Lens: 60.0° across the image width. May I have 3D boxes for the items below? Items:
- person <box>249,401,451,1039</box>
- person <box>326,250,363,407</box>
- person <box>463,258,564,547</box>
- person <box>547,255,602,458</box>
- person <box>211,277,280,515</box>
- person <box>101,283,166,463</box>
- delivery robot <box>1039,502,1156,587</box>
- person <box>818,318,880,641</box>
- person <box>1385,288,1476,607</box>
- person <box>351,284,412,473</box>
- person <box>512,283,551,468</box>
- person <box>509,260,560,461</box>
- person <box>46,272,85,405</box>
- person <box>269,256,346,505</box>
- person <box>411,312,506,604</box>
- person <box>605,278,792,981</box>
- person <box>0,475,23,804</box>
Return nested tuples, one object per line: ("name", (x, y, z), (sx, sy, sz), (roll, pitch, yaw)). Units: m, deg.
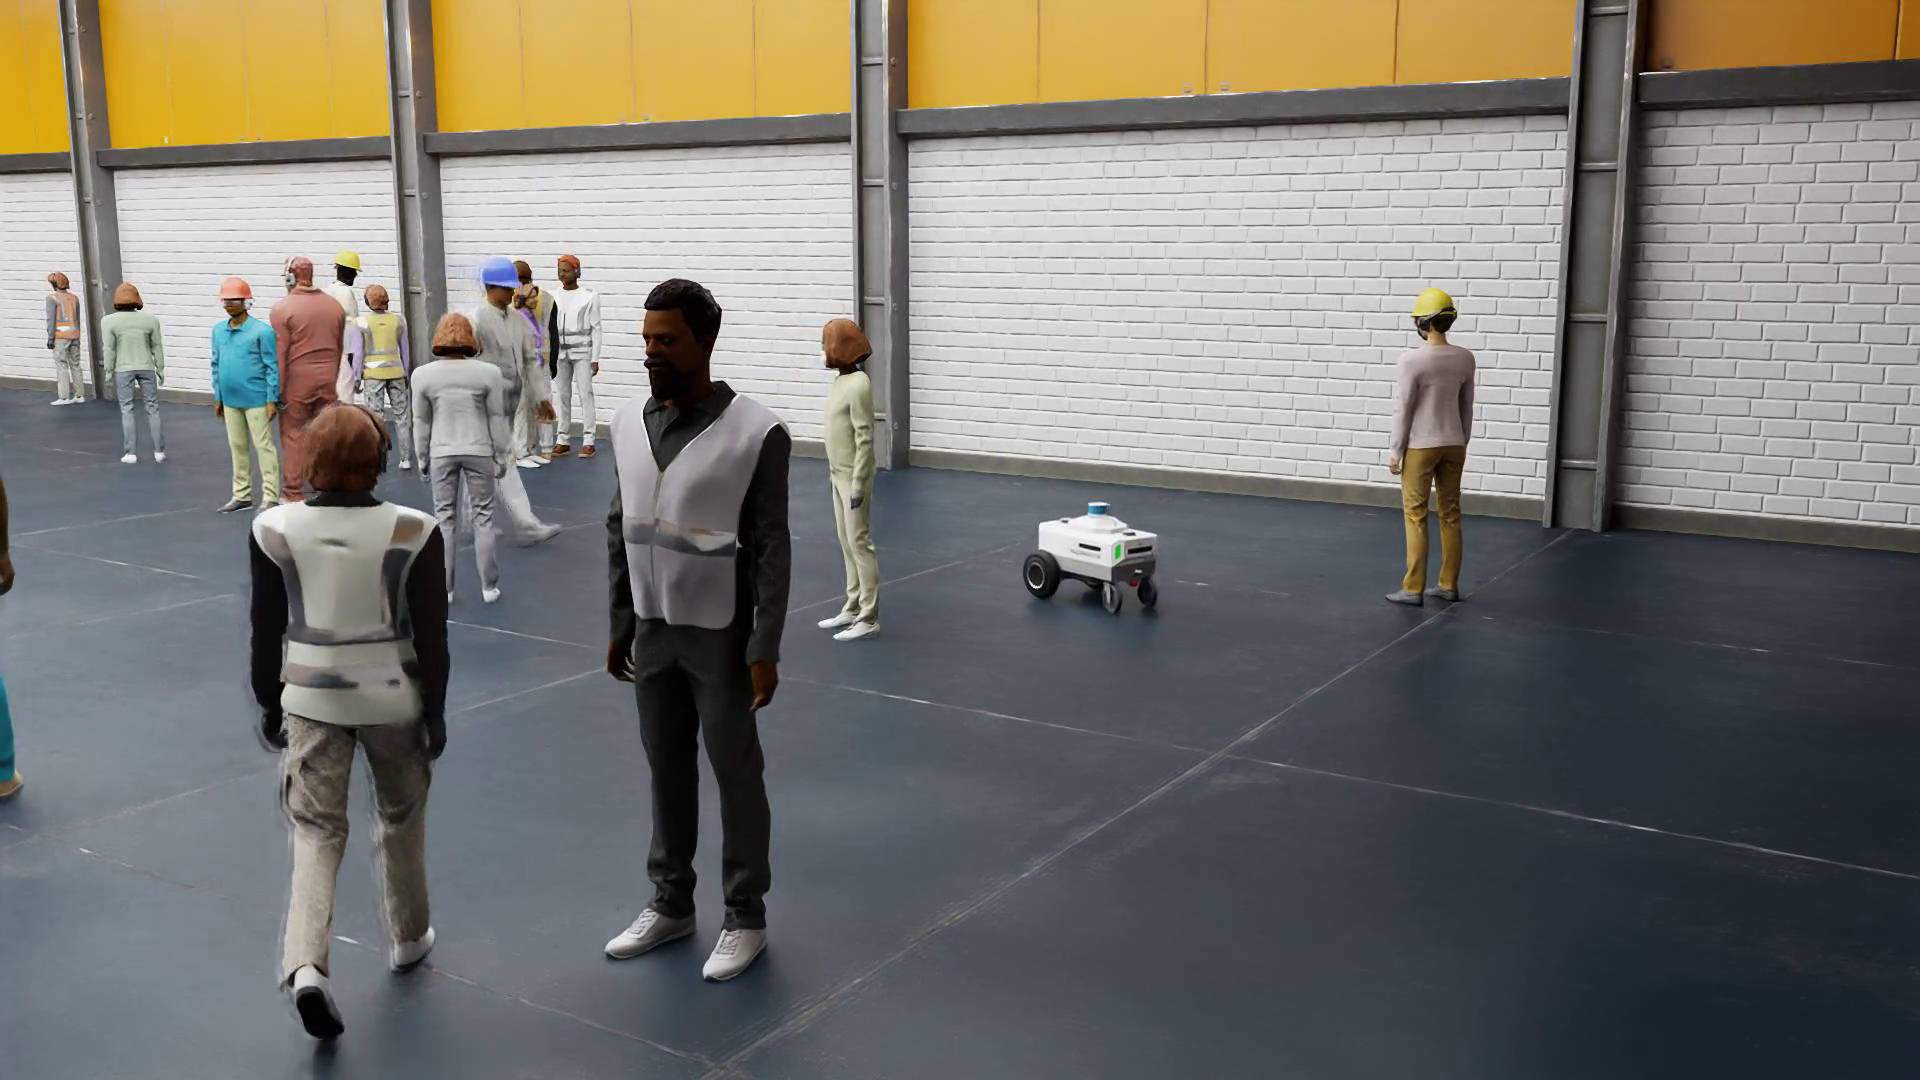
("person", (-1.597, 0.452, 4.336), (0.522, 1.615, 0.756), (-1, 10, -7))
("person", (-6.237, -1.976, 16.927), (0.398, 1.915, 0.589), (-6, 12, -32))
("person", (-3.002, -0.913, 11.072), (0.959, 1.894, 0.616), (4, 11, 20))
("person", (-3.618, -1.703, 15.510), (0.574, 1.883, 0.356), (2, 11, 13))
("person", (-5.293, -1.060, 12.291), (0.565, 1.753, 0.335), (3, 11, 19))
("person", (-7.533, -1.519, 15.177), (0.507, 1.631, 0.277), (-8, 13, -37))
("delivery robot", (0.767, 0.034, 9.301), (0.477, 0.478, 0.707), (-8, 13, -37))
("person", (-0.568, -0.306, 8.459), (0.267, 1.631, 0.507), (-3, 11, -17))
("person", (2.607, -0.510, 9.242), (0.529, 1.761, 0.335), (-4, 11, -23))
("person", (-5.039, -1.403, 14.514), (0.515, 1.642, 0.314), (-9, 13, -39))
("person", (-3.869, -1.468, 14.875), (0.314, 1.641, 0.515), (1, 10, 7))
("person", (-3.952, -1.609, 15.104), (0.626, 1.842, 0.429), (-5, 11, -27))
("person", (-11.019, -2.475, 20.487), (0.320, 1.631, 0.525), (2, 10, 11))
("person", (-4.935, -1.181, 12.580), (0.406, 1.902, 0.660), (6, 12, 32))
("person", (-2.786, -0.450, 9.284), (0.493, 1.625, 0.280), (-2, 10, -9))
("person", (-0.727, 0.245, 4.609), (0.587, 1.920, 0.391), (6, 12, 28))
("person", (-3.639, 0.055, 5.867), (0.516, 1.843, 0.325), (-7, 12, -34))
